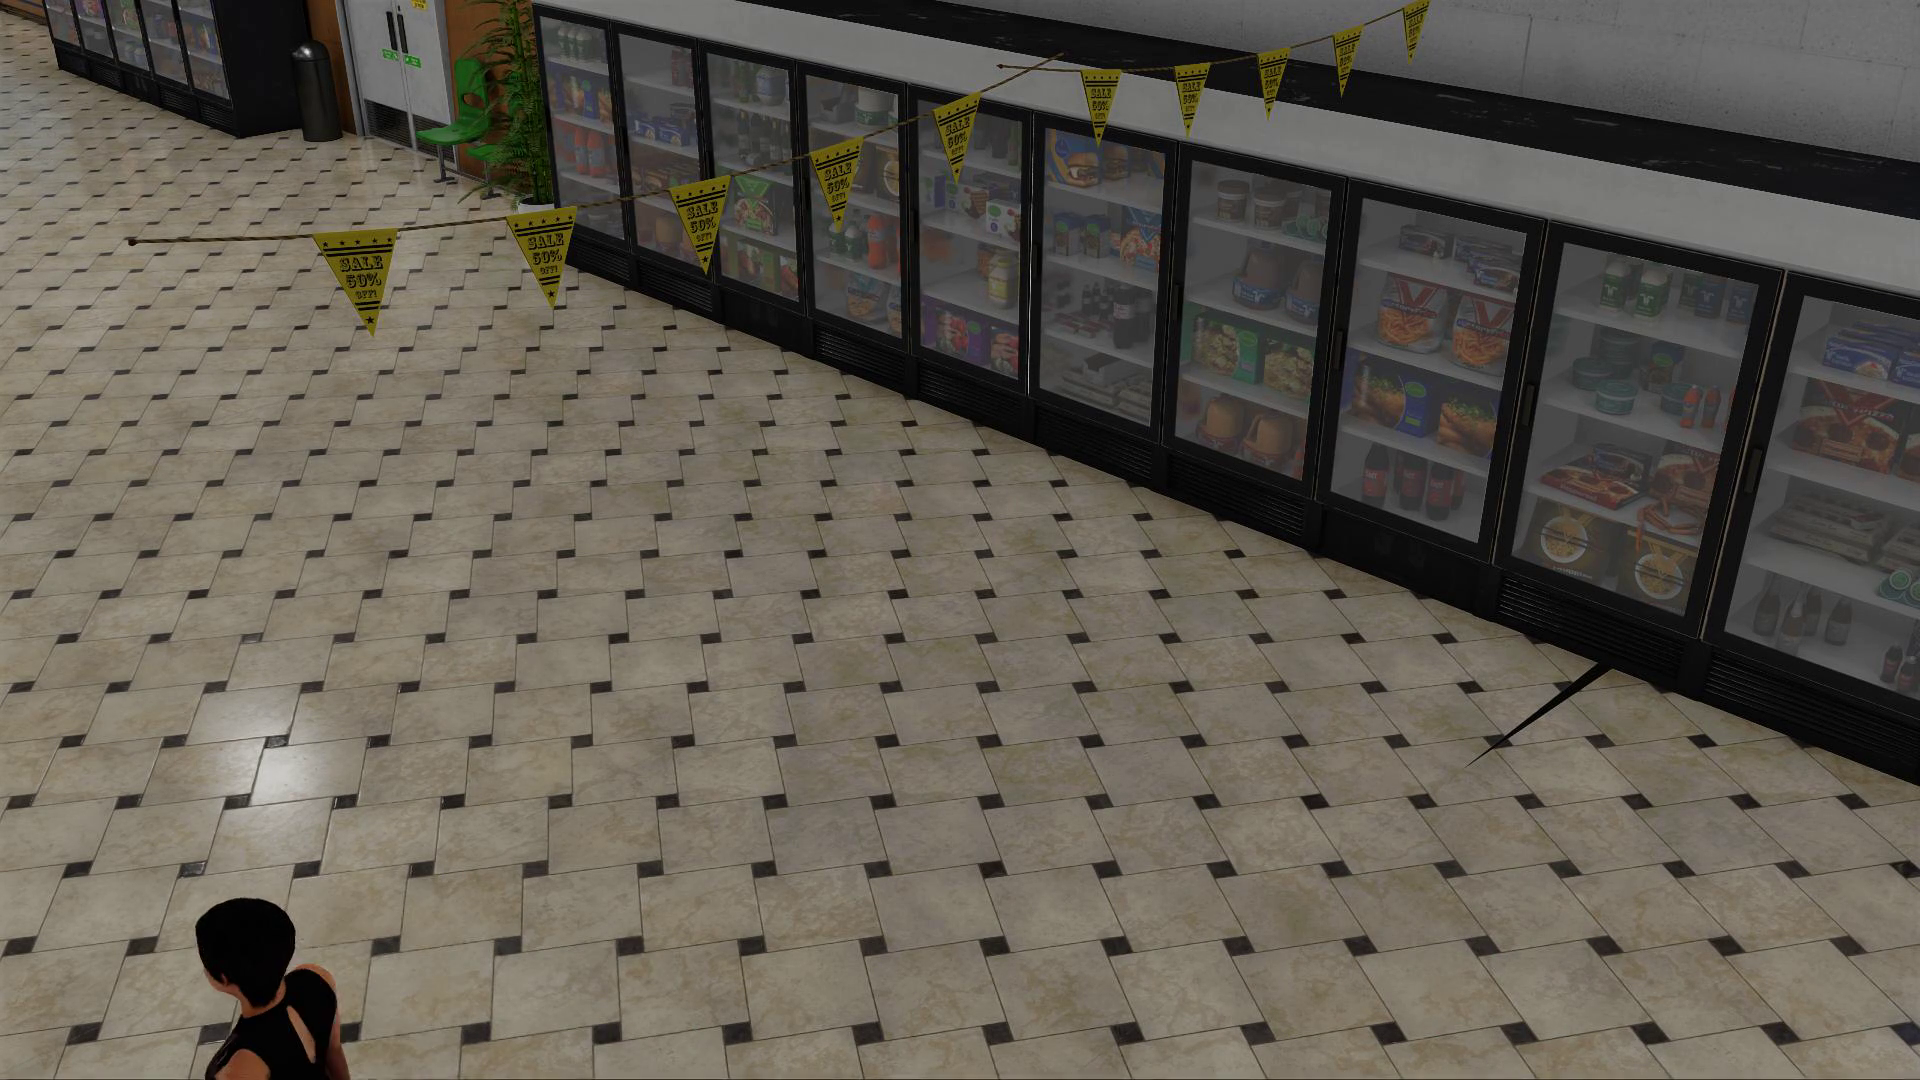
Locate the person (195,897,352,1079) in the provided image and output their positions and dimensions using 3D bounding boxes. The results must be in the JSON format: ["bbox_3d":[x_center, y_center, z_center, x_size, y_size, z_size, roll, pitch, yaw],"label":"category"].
[{"bbox_3d":[-1.515,1.564,4.103,0.939,1.582,0.912,3,27,6],"label":"person"}]
